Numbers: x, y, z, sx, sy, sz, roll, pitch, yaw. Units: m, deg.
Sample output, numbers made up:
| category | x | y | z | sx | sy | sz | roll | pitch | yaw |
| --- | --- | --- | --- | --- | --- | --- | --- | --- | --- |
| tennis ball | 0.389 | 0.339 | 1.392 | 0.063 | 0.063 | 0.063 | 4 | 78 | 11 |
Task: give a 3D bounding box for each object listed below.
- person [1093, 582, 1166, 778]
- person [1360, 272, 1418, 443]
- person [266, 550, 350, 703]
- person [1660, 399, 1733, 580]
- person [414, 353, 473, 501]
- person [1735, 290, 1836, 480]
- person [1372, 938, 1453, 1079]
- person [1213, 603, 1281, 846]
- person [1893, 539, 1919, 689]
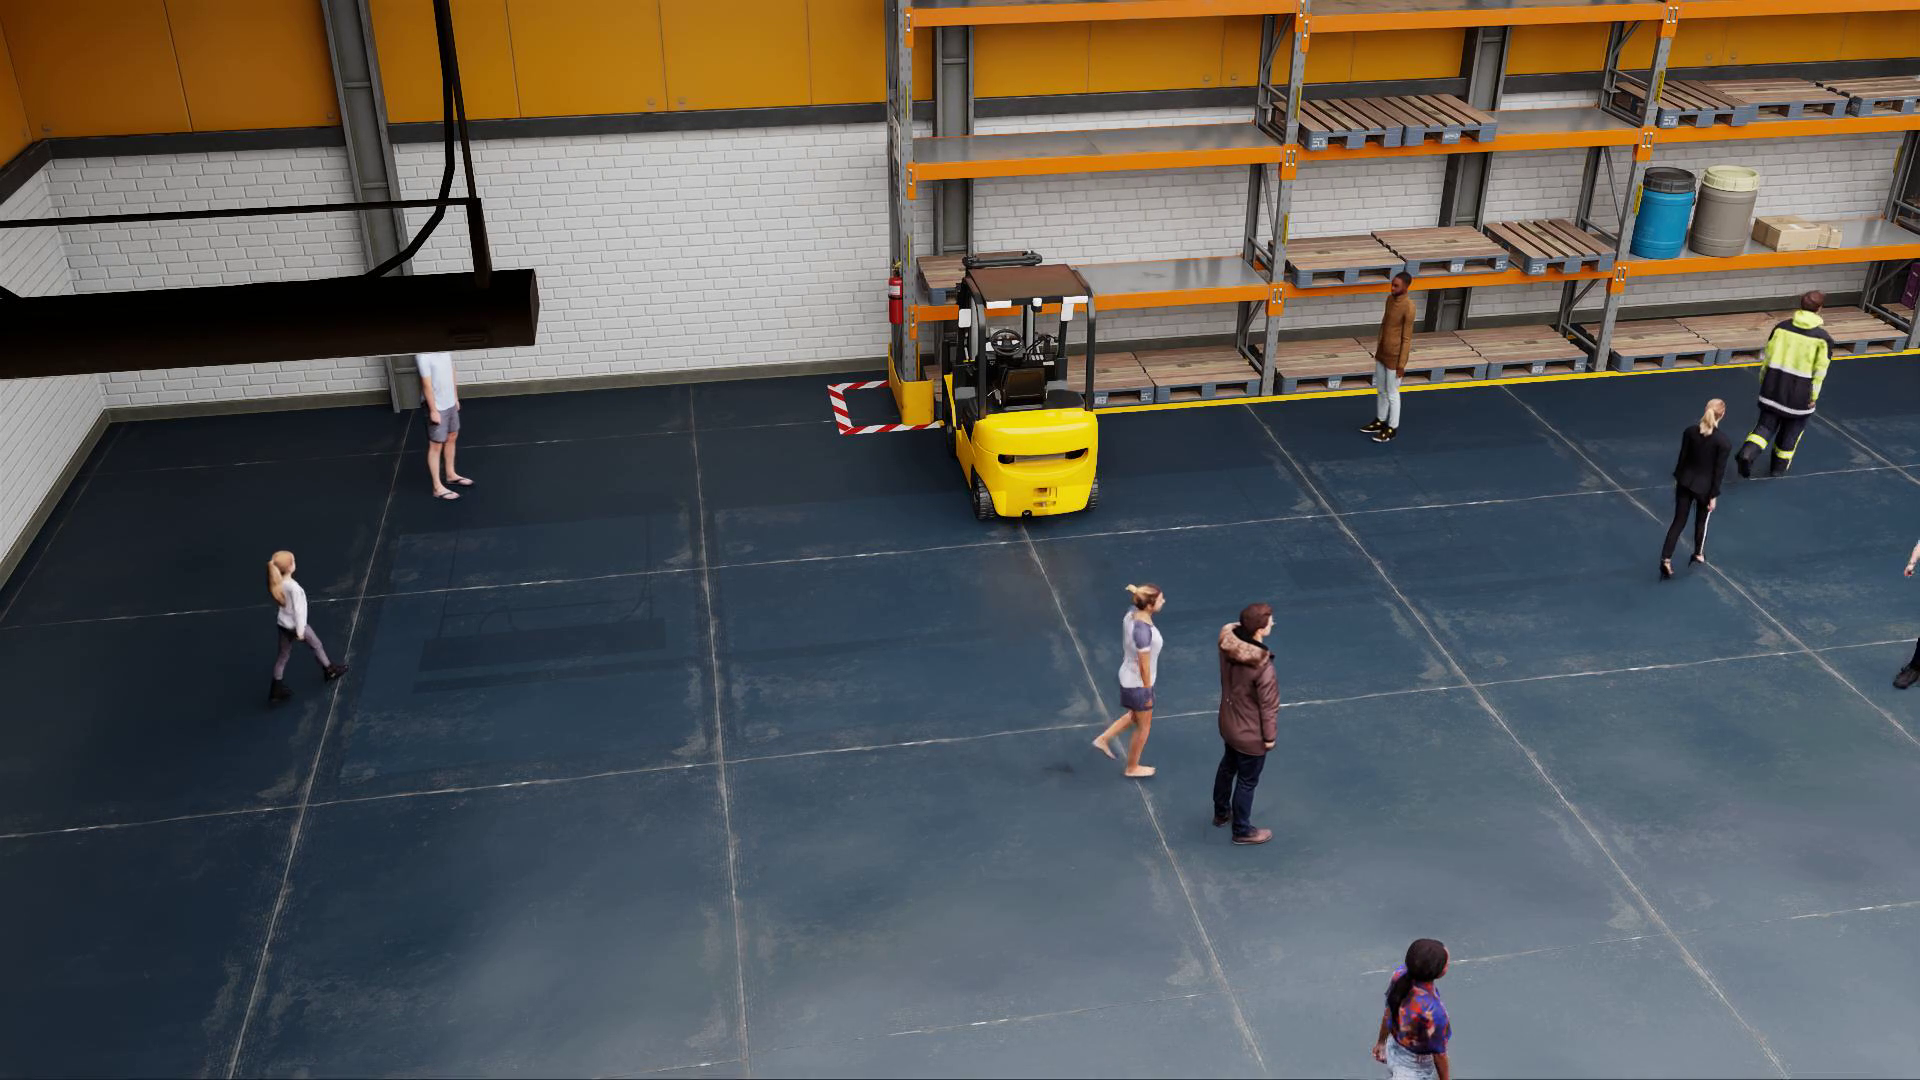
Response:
| category | x | y | z | sx | sy | sz | roll | pitch | yaw |
| --- | --- | --- | --- | --- | --- | --- | --- | --- | --- |
| person | 1.207 | 1.024 | 11.980 | 0.699 | 1.607 | 0.598 | -2 | 29 | -3 |
| person | 4.471 | -1.907 | 17.137 | 0.597 | 1.816 | 0.667 | -9 | 30 | -17 |
| person | -5.257 | 0.693 | 12.961 | 0.890 | 1.249 | 0.919 | 16 | 32 | 27 |
| person | 6.387 | -0.412 | 14.542 | 1.030 | 1.676 | 0.904 | -22 | 36 | -35 |
| person | -5.027 | -1.303 | 16.014 | 0.688 | 1.830 | 0.711 | 7 | 29 | 12 |
| person | 8.036 | -1.470 | 16.183 | 1.243 | 1.962 | 1.100 | -22 | 36 | -35 |
| person | 2.240 | 2.783 | 8.650 | 1.081 | 1.709 | 0.682 | -9 | 30 | -16 |
| person | 1.950 | 1.236 | 11.342 | 0.755 | 1.848 | 0.812 | -11 | 31 | -20 |
| person | 7.845 | 0.278 | 13.100 | 0.858 | 1.846 | 0.770 | -10 | 30 | -17 |
